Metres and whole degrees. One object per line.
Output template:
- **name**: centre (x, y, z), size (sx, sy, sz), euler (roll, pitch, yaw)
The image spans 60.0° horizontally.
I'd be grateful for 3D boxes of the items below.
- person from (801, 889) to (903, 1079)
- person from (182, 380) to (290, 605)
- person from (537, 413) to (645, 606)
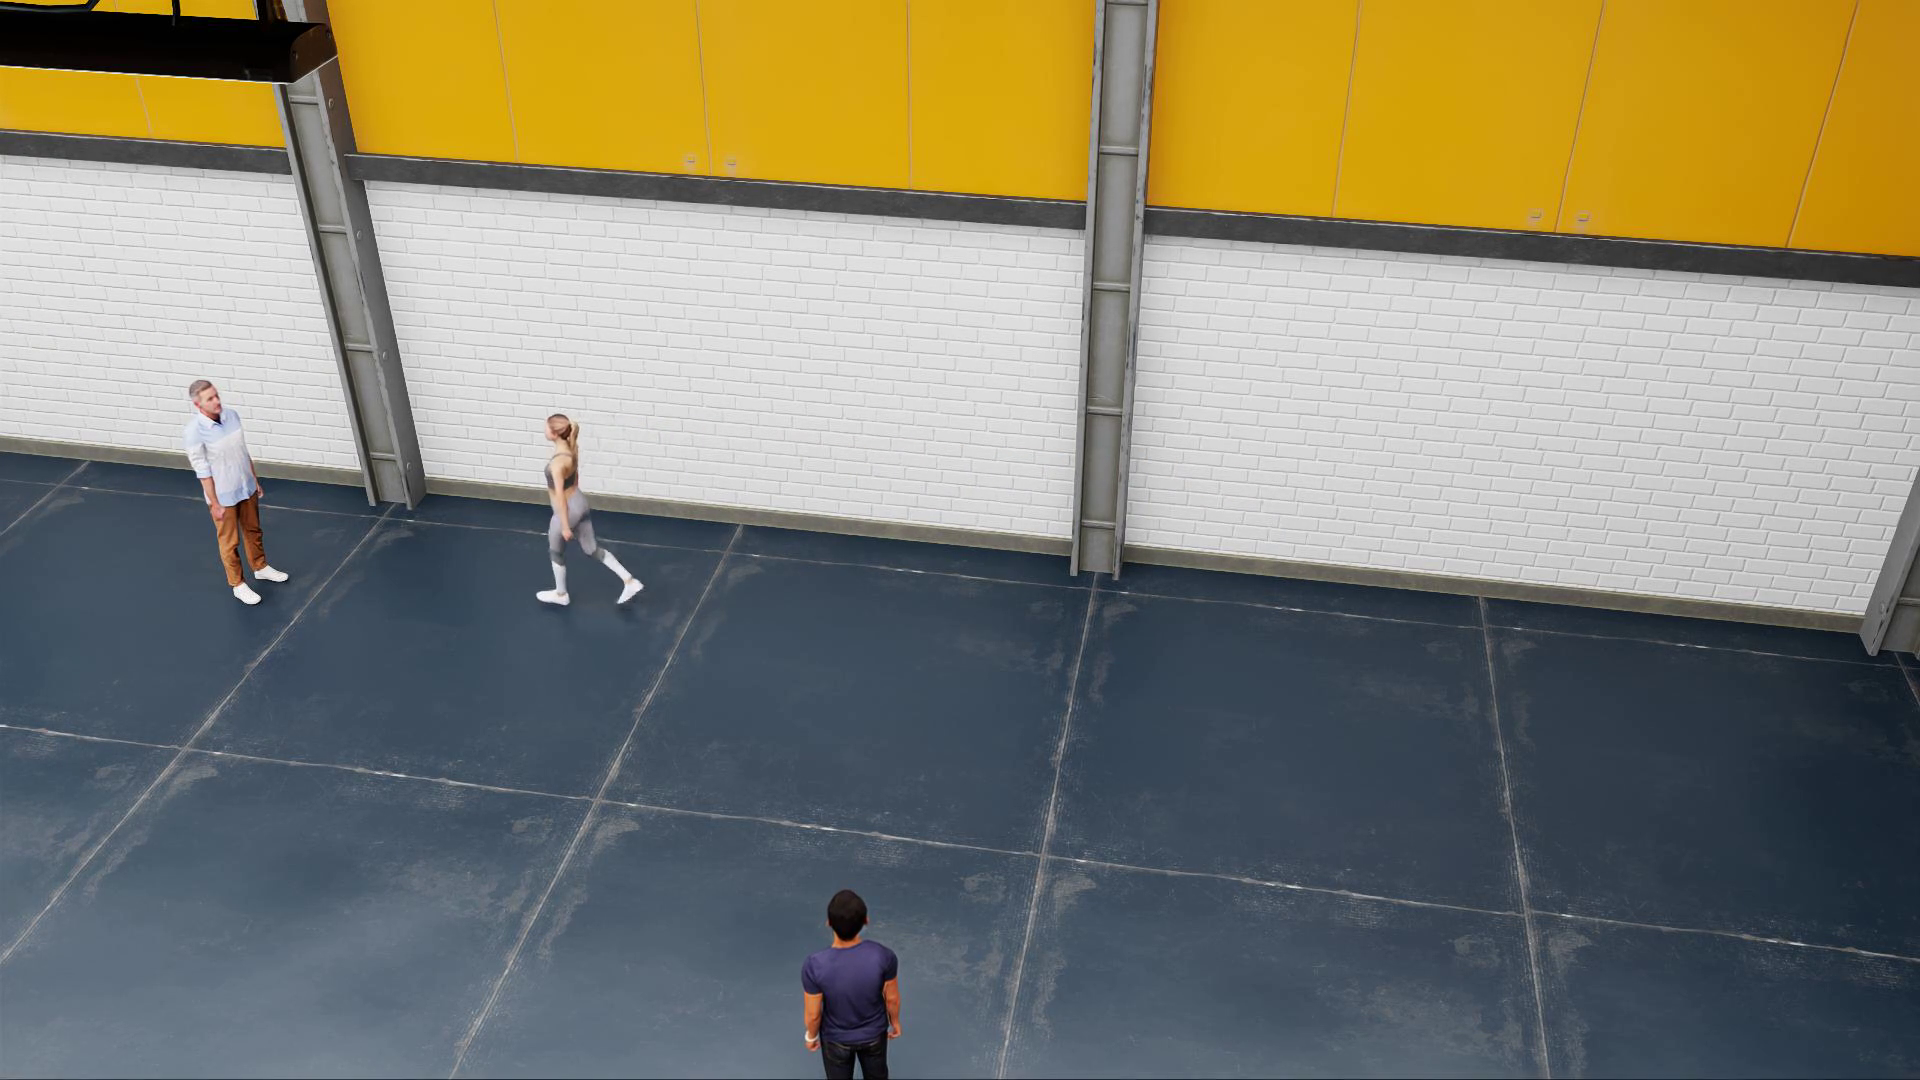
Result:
- **person**: centre (-0.538, 2.469, 8.369), size (0.620, 1.790, 0.781), euler (-8, 35, -12)
- **person**: centre (-5.558, -0.397, 12.646), size (0.632, 1.829, 0.719), euler (12, 35, 17)
- **person**: centre (-2.831, -0.183, 12.461), size (1.070, 1.676, 0.563), euler (6, 34, 9)
